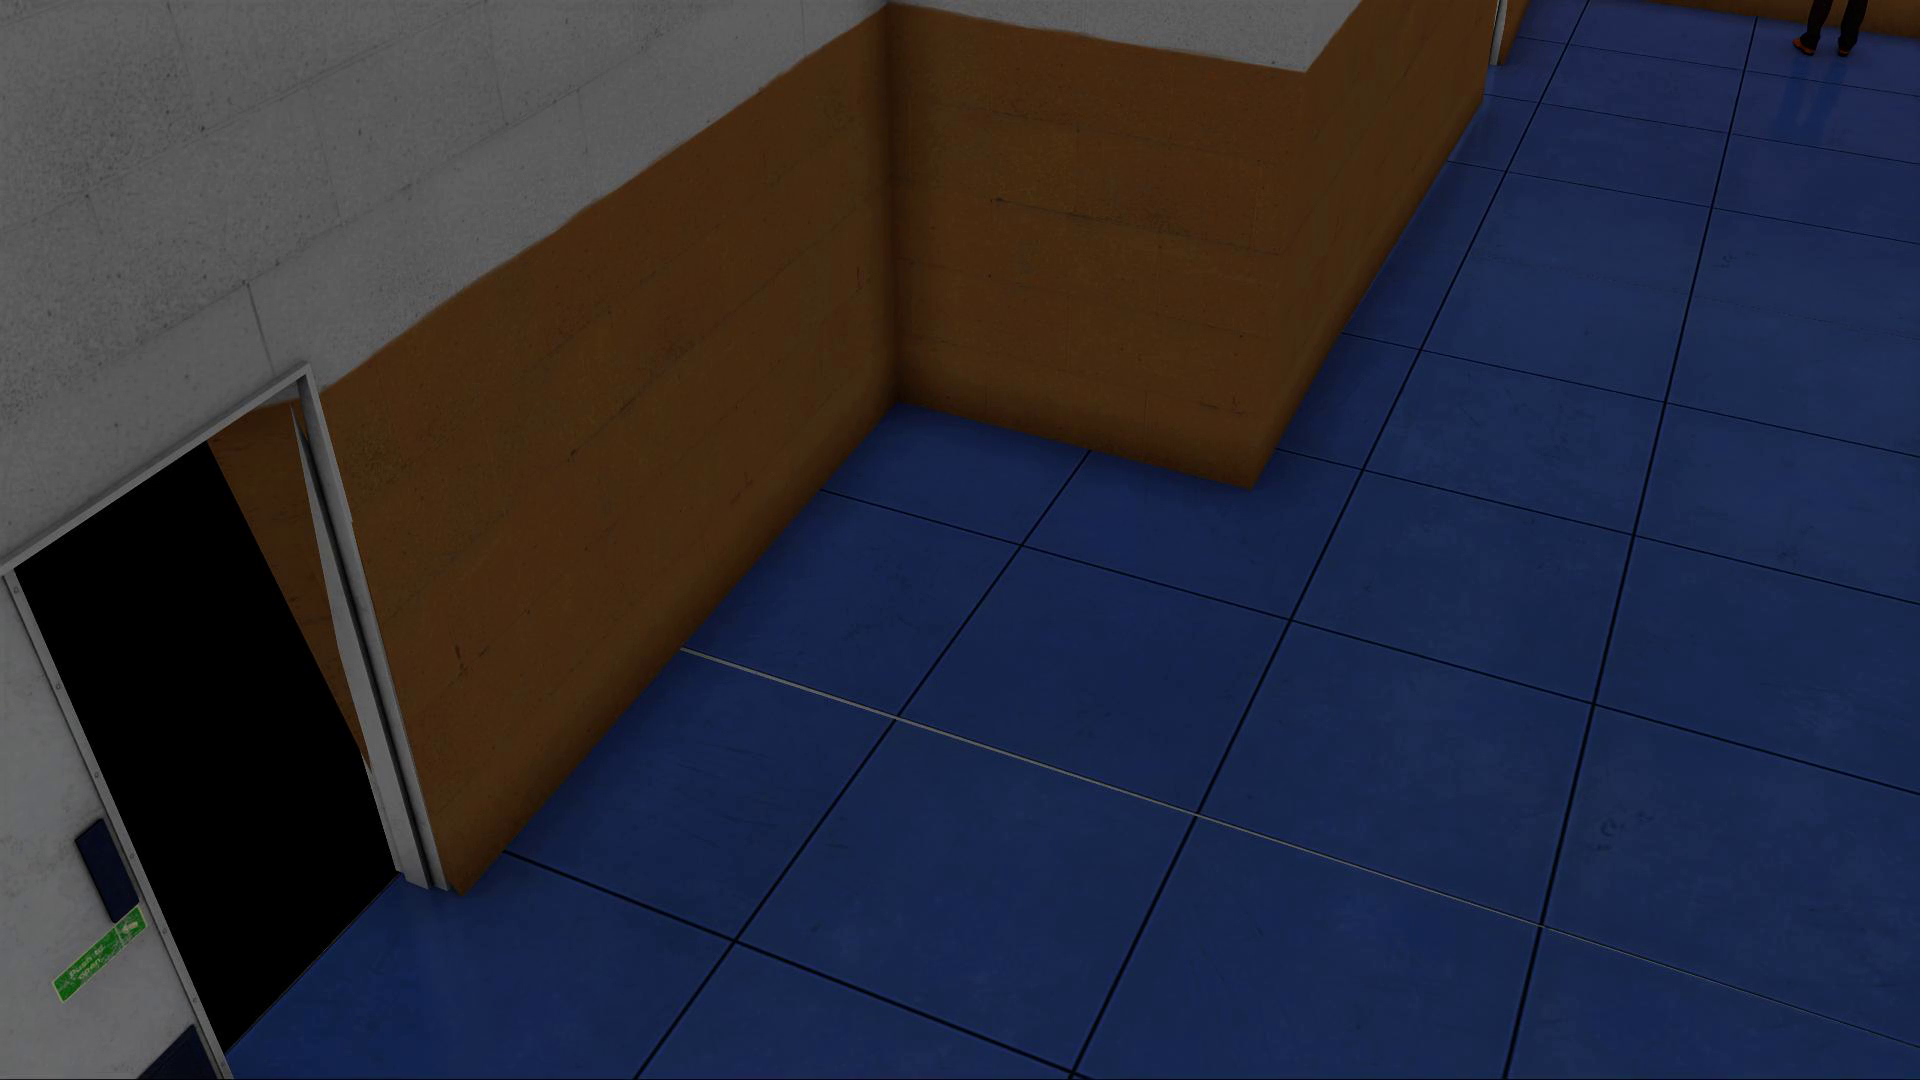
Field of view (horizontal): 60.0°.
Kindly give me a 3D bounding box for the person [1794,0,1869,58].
[{"bbox_3d":[6.865,-4.617,12.702,0.611,1.808,0.804,7,37,9],"label":"person"}]
